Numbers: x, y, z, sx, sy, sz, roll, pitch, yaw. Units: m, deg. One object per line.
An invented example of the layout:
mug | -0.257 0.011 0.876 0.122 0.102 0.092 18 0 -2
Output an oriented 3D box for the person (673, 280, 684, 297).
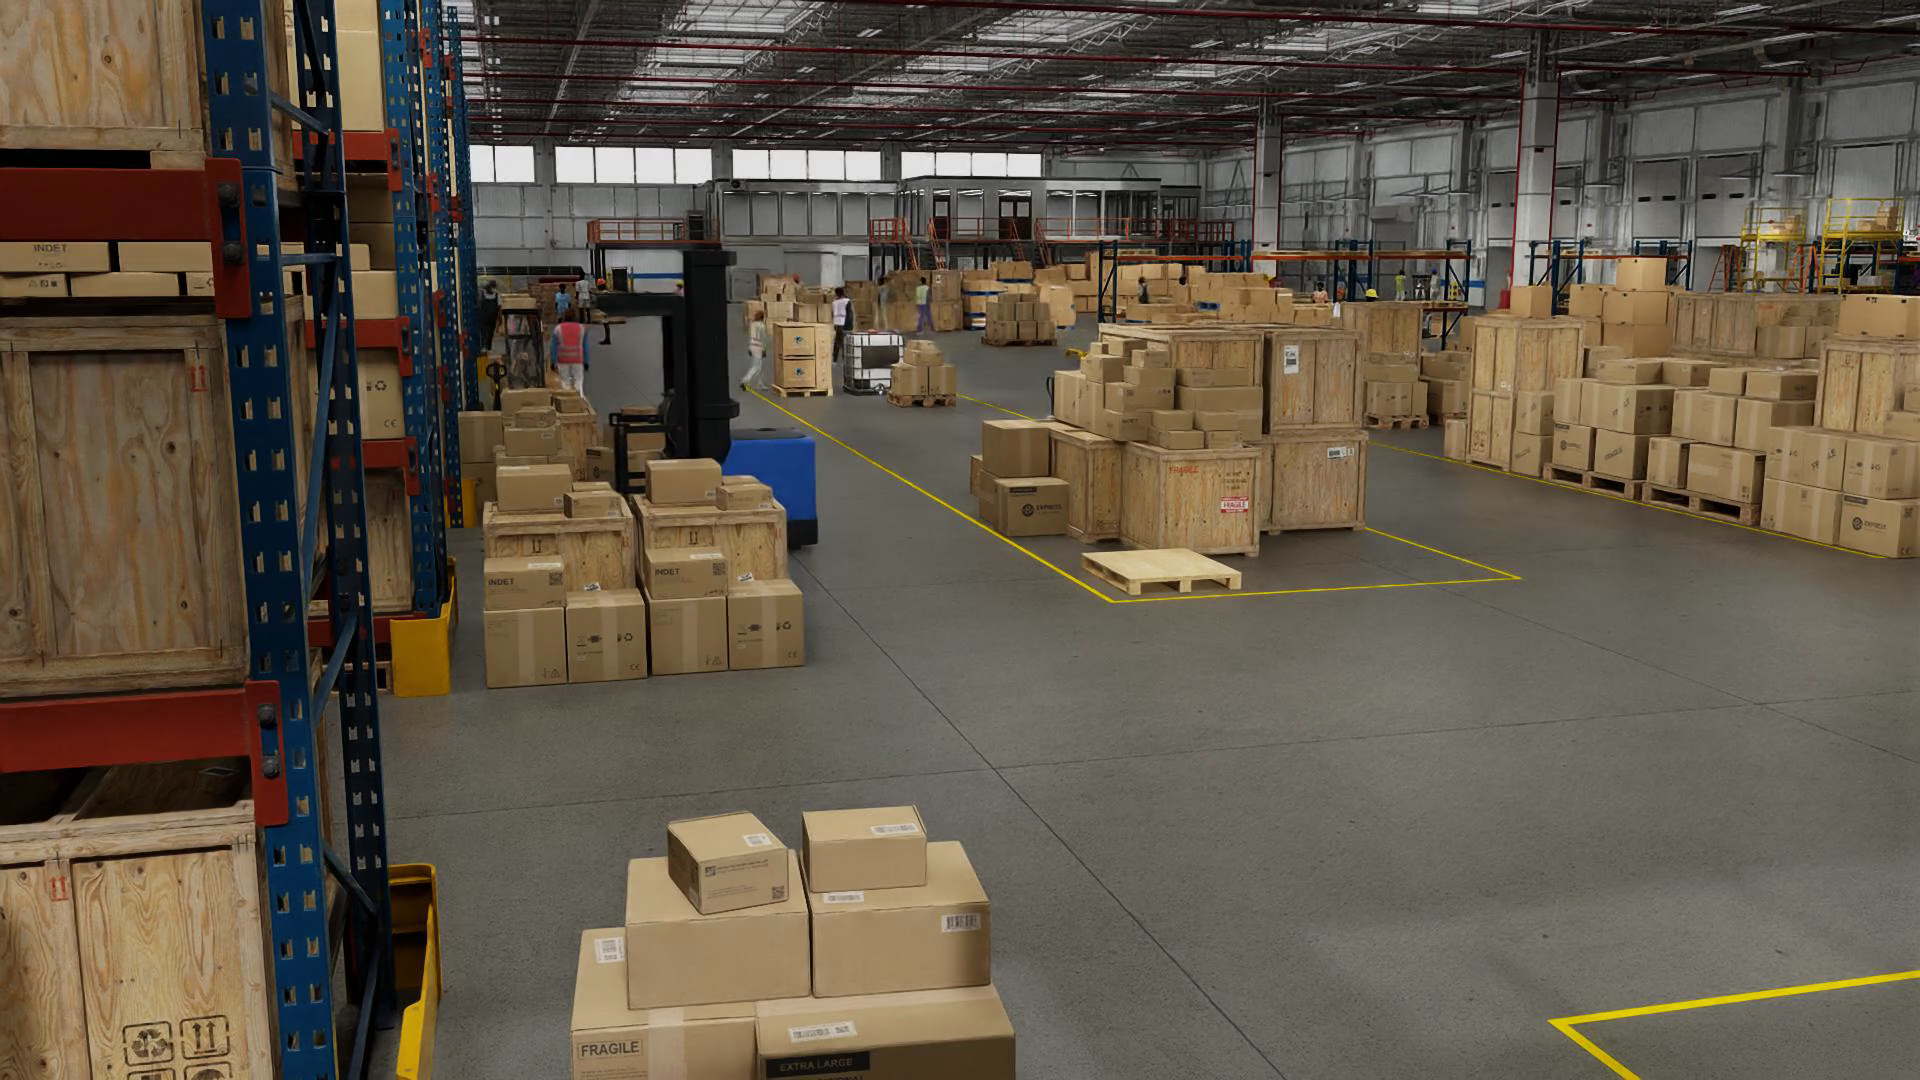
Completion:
person | -9.201 -7.679 54.852 0.544 1.749 0.396 5 11 25

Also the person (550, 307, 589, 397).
person | -6.681 -3.058 28.456 0.642 1.828 0.435 -4 11 -22

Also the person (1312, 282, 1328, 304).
person | 11.964 -7.727 55.305 0.534 1.692 0.321 7 12 33

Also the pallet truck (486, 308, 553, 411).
pallet truck | -6.242 -2.418 24.362 0.823 1.965 1.885 1 10 3

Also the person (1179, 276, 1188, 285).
person | 7.670 -8.176 57.418 0.429 1.842 0.623 -5 11 -26

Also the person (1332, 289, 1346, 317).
person | 8.880 -4.898 38.767 0.355 1.877 0.574 -7 12 -33

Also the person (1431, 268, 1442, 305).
person | 20.813 -10.948 72.934 0.615 1.899 0.977 5 11 24

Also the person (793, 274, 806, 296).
person | -5.949 -8.834 61.067 0.624 1.886 0.866 -3 11 -18

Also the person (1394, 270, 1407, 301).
person | 19.493 -11.011 73.477 0.429 1.840 0.624 -7 12 -36

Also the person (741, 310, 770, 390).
person | -4.110 -3.776 33.130 0.667 1.611 0.538 -7 12 -34

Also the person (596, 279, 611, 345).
person | -10.449 -6.689 48.751 0.385 1.927 0.545 -3 10 -14

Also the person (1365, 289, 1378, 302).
person | 9.182 -4.683 37.433 0.399 1.919 0.582 2 10 14

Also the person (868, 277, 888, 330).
person | -2.695 -7.838 55.515 0.845 1.843 0.521 8 13 38

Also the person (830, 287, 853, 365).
person | -2.879 -5.169 40.301 0.695 1.880 0.374 8 13 37

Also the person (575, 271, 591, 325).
person | -13.756 -8.826 60.738 0.603 1.966 0.368 -8 13 -37

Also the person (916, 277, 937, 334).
person | -1.147 -7.708 54.709 0.623 1.858 0.873 6 12 33

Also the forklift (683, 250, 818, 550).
forklift | -2.356 -1.326 15.680 1.873 2.768 1.129 -3 10 -15

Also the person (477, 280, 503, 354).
person | -12.520 -5.942 44.194 0.712 2.000 0.669 -7 12 -35

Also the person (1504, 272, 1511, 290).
person | 22.823 -10.211 68.615 0.648 1.949 0.964 -1 10 -5

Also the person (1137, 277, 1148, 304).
person | 6.452 -8.416 58.922 0.506 1.786 0.919 -5 11 -28

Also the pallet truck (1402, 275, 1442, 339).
pallet truck | 14.620 -7.324 52.145 0.823 1.965 1.885 8 13 40

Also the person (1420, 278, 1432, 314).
person | 15.136 -7.622 54.001 0.367 1.939 0.634 6 12 32

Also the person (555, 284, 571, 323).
person | -12.652 -7.329 53.040 0.534 1.692 0.320 1 10 7
